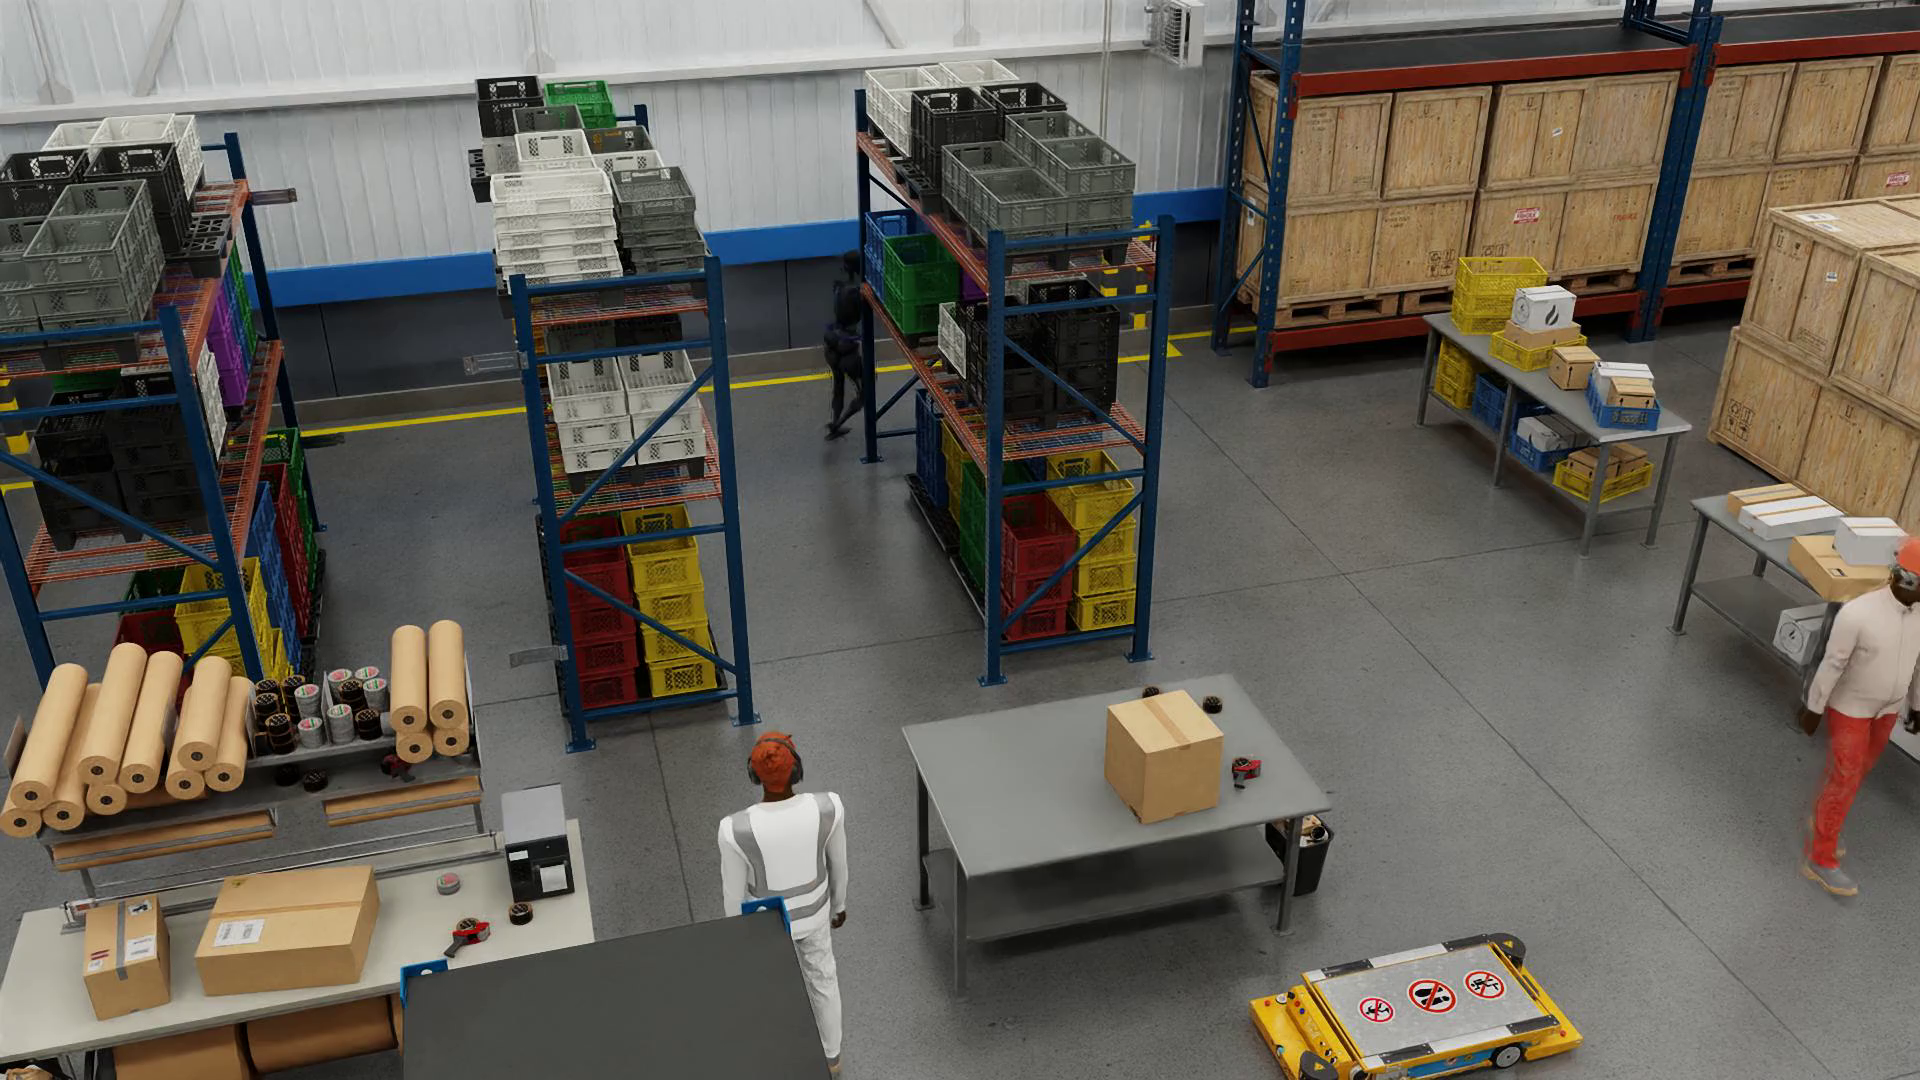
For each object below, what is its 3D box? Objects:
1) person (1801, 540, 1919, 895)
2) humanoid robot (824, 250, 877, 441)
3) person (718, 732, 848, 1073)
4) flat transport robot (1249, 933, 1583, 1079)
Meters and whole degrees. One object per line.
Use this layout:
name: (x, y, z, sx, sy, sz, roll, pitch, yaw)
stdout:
person: (4.841, 0.942, 8.700, 0.652, 1.949, 0.752, -7, 29, -12)
humanoid robot: (-0.902, -1.549, 13.516, 0.443, 1.643, 0.677, -20, 35, -32)
person: (-0.774, 1.674, 7.440, 0.573, 1.882, 0.360, -11, 31, -19)
flat transport robot: (2.184, 2.282, 7.980, 1.431, 0.197, 0.652, -8, 30, -14)
